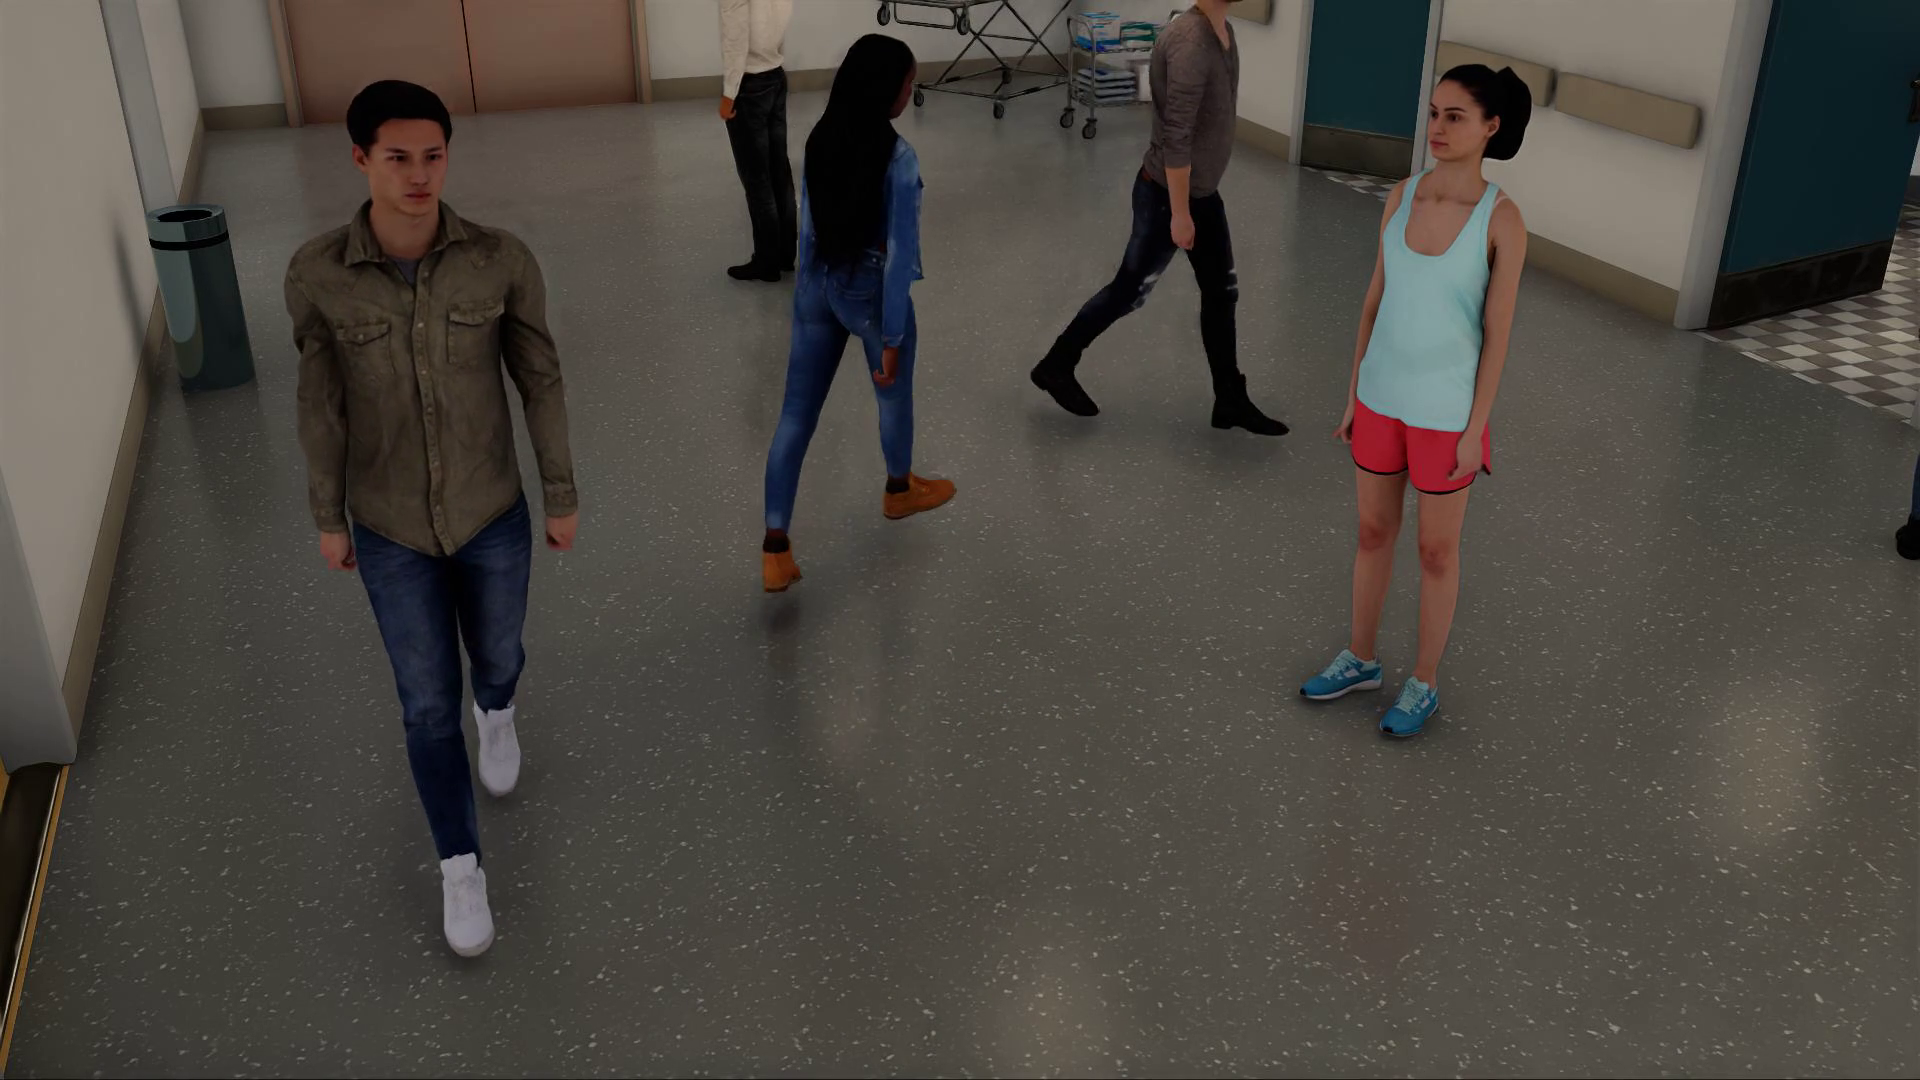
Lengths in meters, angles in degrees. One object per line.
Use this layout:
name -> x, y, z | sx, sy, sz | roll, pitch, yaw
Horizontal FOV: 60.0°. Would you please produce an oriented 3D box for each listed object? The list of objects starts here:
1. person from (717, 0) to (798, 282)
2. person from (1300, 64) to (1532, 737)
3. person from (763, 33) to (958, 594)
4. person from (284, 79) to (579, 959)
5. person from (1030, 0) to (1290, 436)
person -> -0.979, -2.170, 8.069 | 0.788, 1.806, 0.732 | 12, 28, 23
person -> 1.195, -0.332, 4.306 | 0.729, 1.765, 0.638 | -21, 33, -37
person -> -0.364, -0.612, 5.017 | 1.240, 1.651, 1.220 | 14, 29, 26
person -> -1.154, -0.099, 3.735 | 0.715, 1.842, 1.139 | -9, 27, -17
person -> 0.718, -1.279, 6.164 | 1.335, 1.858, 1.261 | 12, 28, 23
